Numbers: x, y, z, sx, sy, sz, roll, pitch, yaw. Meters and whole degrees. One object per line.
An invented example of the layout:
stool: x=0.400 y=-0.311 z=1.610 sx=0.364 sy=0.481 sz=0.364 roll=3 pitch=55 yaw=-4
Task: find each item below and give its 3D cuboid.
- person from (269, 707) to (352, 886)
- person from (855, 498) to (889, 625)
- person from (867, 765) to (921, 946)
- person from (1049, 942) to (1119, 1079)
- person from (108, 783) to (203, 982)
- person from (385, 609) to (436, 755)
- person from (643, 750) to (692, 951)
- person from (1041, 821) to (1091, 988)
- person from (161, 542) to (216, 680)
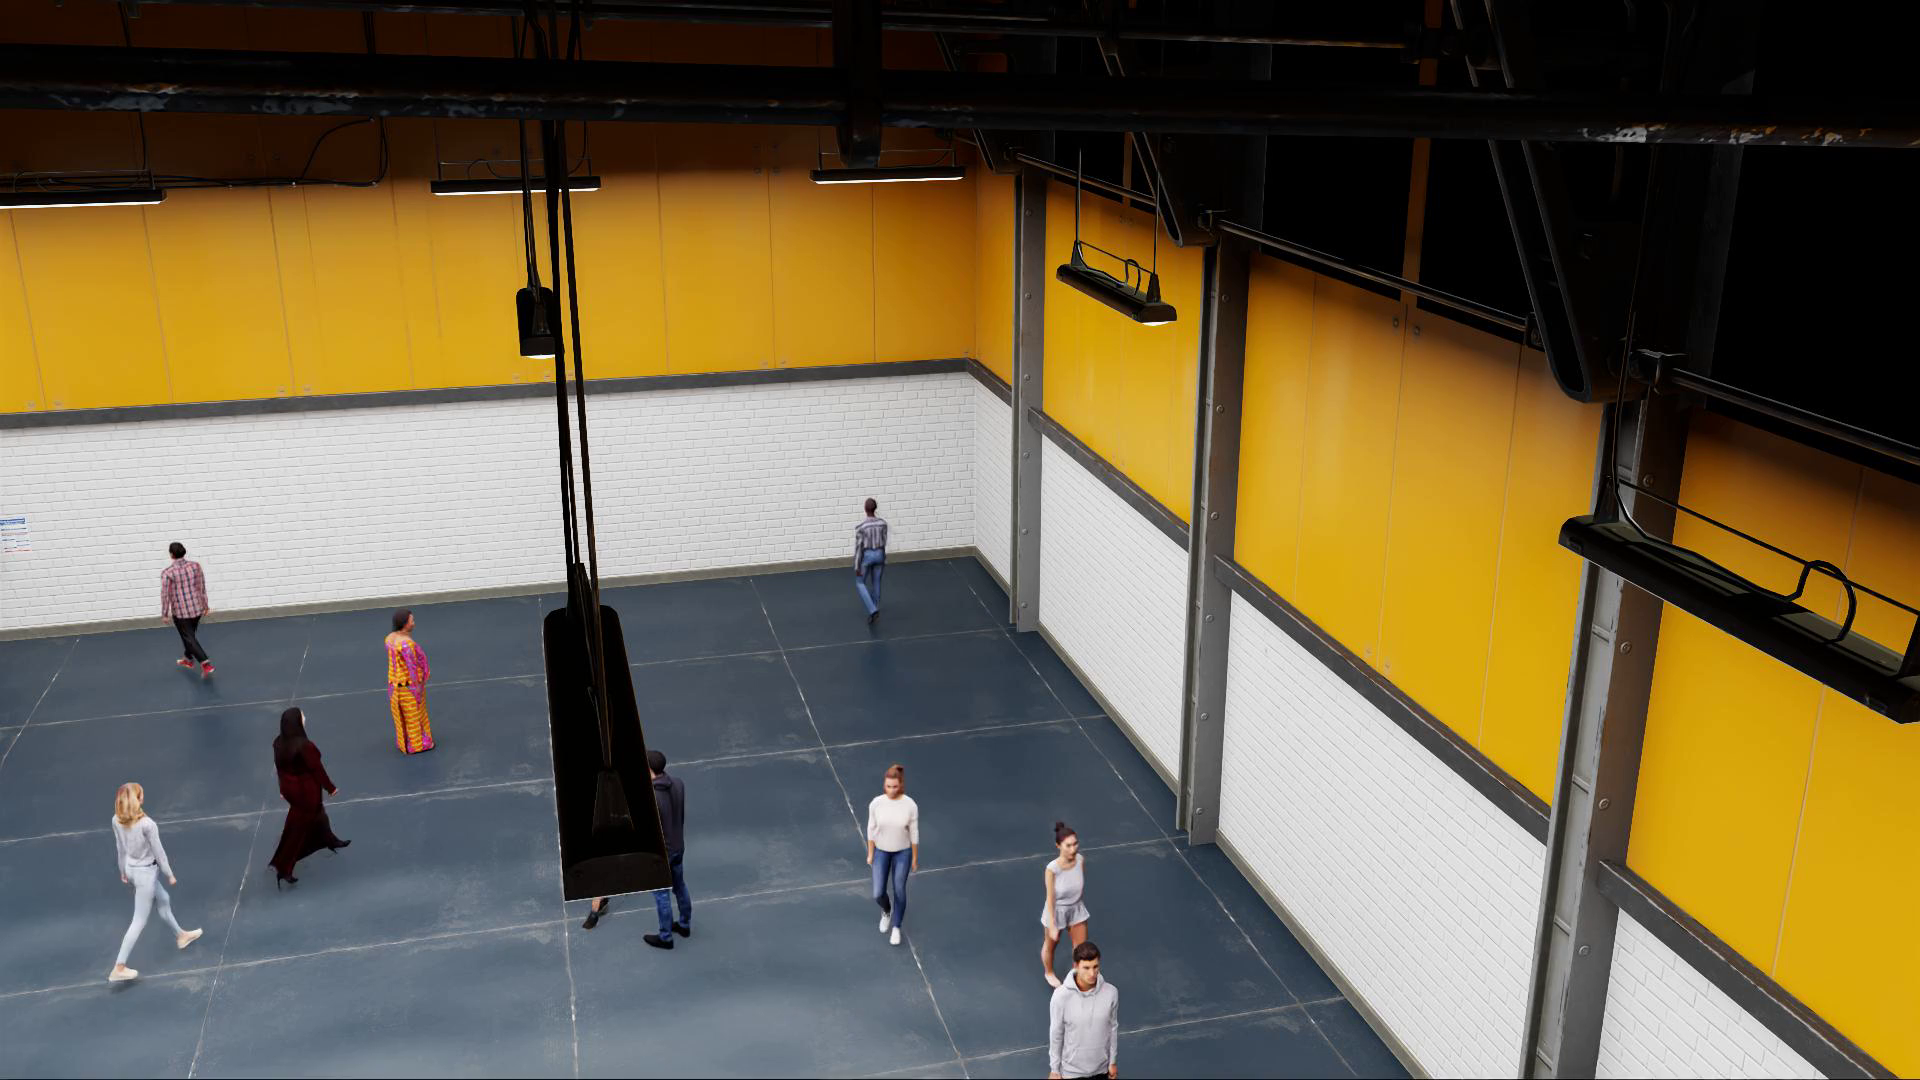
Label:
person: x=-6.375 y=2.486 z=15.912 sx=1.179 sy=1.703 sz=1.162 roll=14 pitch=23 yaw=36
person: x=-1.147 y=0.324 z=22.204 sx=0.730 sy=1.785 sz=0.808 roll=-9 pitch=21 yaw=-25
person: x=-0.596 y=2.797 z=14.971 sx=0.731 sy=1.715 sz=0.760 roll=2 pitch=19 yaw=5
person: x=0.866 y=3.721 z=11.891 sx=0.669 sy=1.929 sz=0.583 roll=-5 pitch=19 yaw=-16
person: x=-7.125 y=2.977 z=14.385 sx=1.112 sy=1.747 sz=1.249 roll=8 pitch=20 yaw=23
person: x=-6.210 y=1.551 z=18.707 sx=0.823 sy=1.690 sz=0.740 roll=-17 pitch=25 yaw=-40
person: x=-2.626 y=2.748 z=14.846 sx=0.814 sy=1.887 sz=0.745 roll=10 pitch=21 yaw=27
person: x=0.838 y=3.148 z=14.157 sx=0.732 sy=1.568 sz=1.043 roll=-10 pitch=21 yaw=-28
person: x=-9.546 y=0.878 z=20.617 sx=1.236 sy=1.748 sz=1.134 roll=12 pitch=22 yaw=32
